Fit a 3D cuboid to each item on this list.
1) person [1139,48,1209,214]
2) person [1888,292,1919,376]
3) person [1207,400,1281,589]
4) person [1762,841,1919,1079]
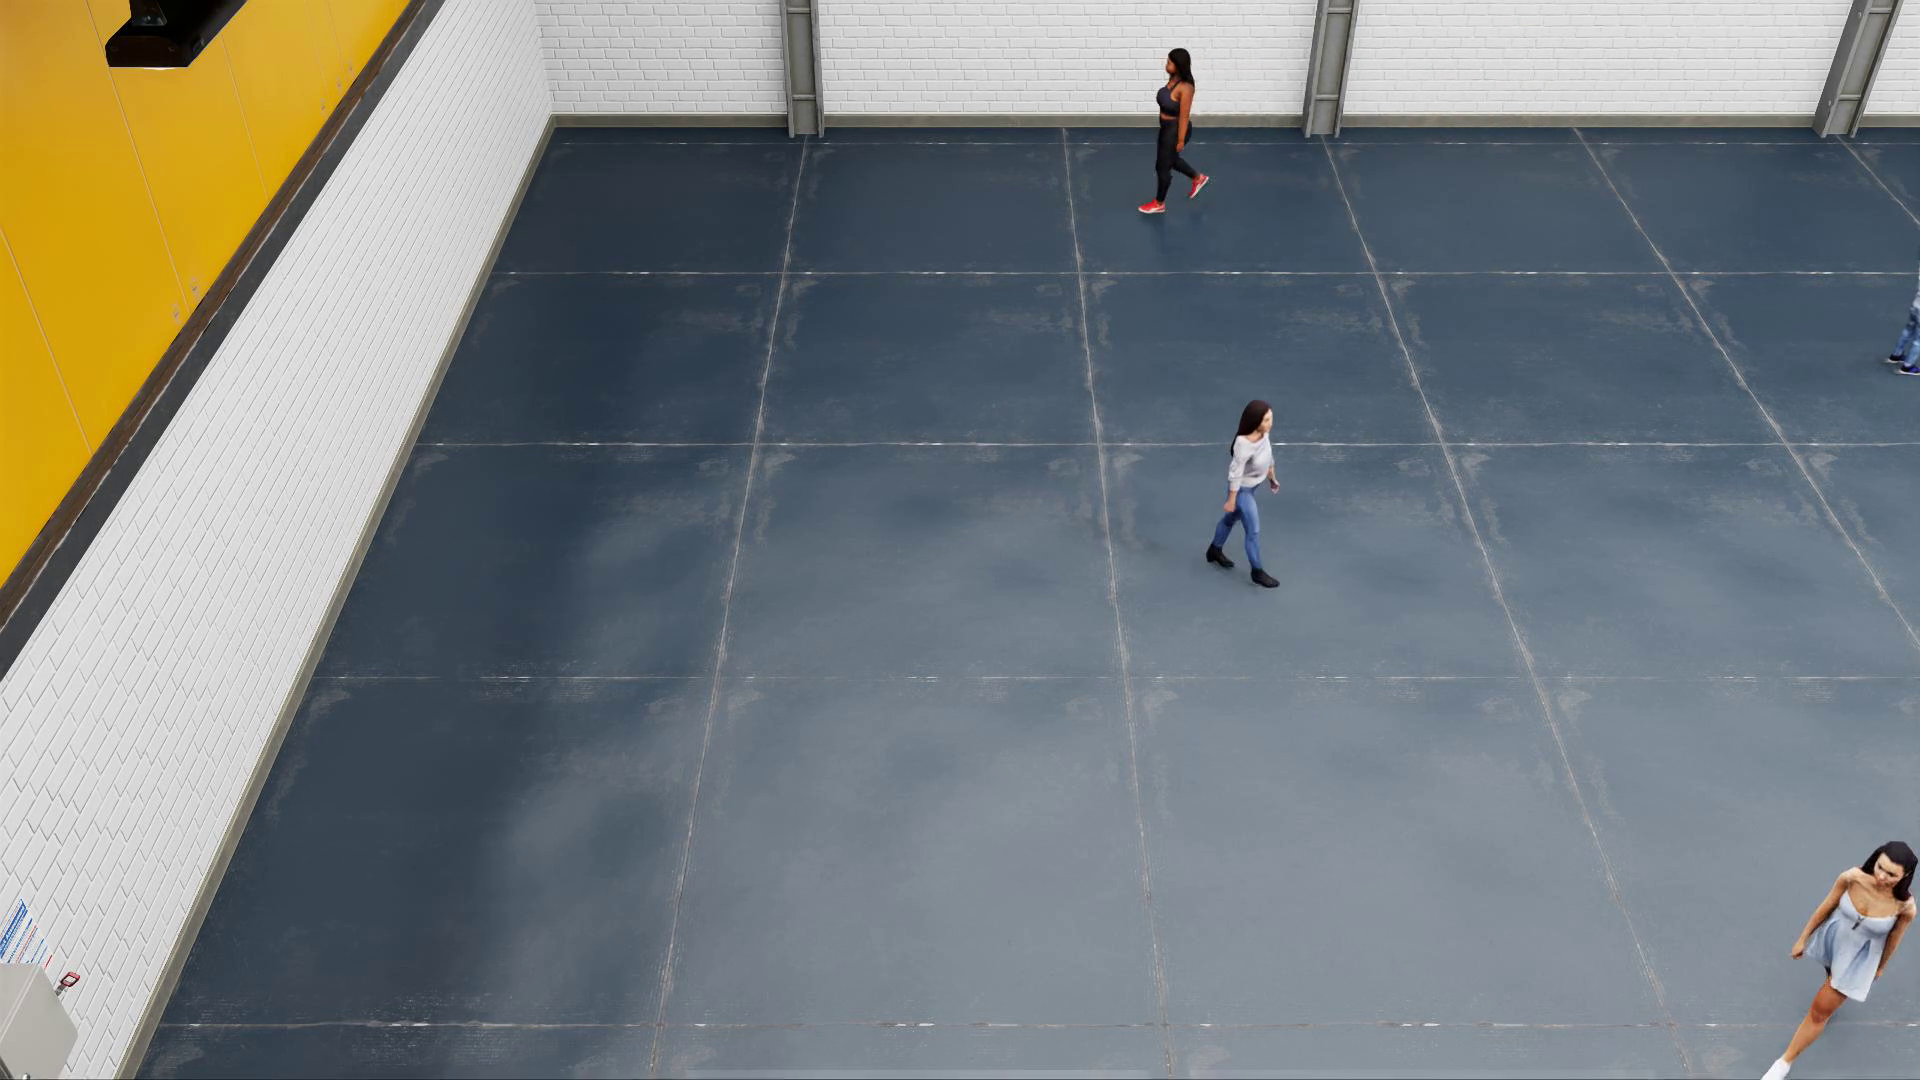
[{"bbox_3d":[2.316,-4.262,17.364,1.055,1.796,0.774,-7,39,-8],"label":"person"},{"bbox_3d":[8.771,-2.102,15.090,0.502,1.258,0.494,-3,39,-3],"label":"person"},{"bbox_3d":[2.091,-0.412,12.692,0.987,1.610,0.844,18,42,21],"label":"person"},{"bbox_3d":[4.993,2.252,9.306,1.200,1.674,1.111,-30,48,-32],"label":"person"}]
